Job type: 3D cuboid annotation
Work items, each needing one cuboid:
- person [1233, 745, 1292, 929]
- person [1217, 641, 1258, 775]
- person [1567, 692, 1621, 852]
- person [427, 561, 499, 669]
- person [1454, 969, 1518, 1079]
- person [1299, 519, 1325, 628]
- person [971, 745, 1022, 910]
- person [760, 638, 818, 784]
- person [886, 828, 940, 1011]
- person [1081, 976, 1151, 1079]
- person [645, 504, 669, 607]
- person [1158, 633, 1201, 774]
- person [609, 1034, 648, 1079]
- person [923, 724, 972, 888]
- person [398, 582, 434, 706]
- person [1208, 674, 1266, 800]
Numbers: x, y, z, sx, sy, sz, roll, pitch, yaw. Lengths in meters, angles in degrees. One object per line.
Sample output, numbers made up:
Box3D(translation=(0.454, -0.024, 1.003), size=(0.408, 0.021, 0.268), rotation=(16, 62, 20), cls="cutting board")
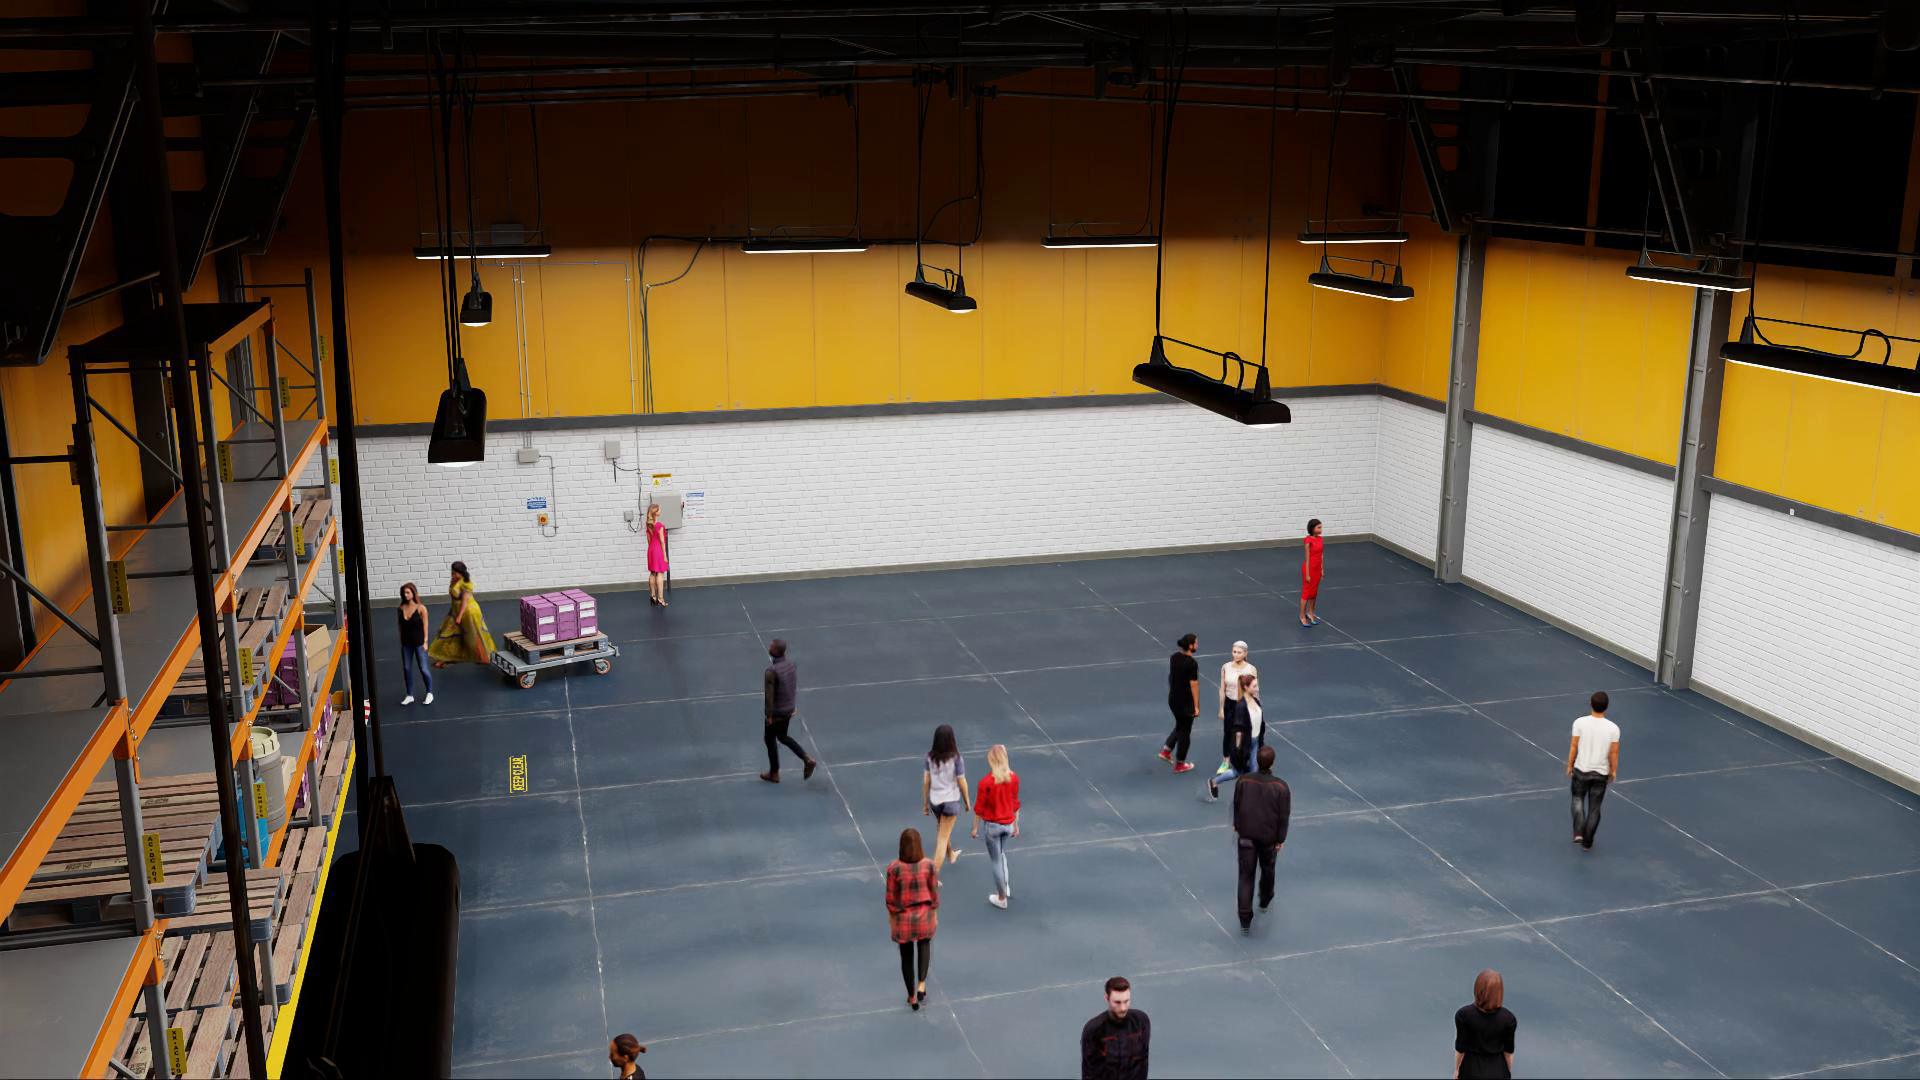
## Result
Box3D(translation=(2.904, 2.938, 16.317), size=(1.077, 1.803, 1.270), rotation=(4, 14, 15), cls="person")
Box3D(translation=(3.384, 2.040, 20.244), size=(0.684, 1.701, 0.719), rotation=(5, 15, 21), cls="person")
Box3D(translation=(6.830, 2.532, 18.019), size=(0.808, 1.792, 0.858), rotation=(5, 15, 22), cls="person")
Box3D(translation=(-7.167, 1.099, 24.331), size=(1.362, 1.605, 1.279), rotation=(13, 19, 43), cls="person")
Box3D(translation=(3.868, 3.964, 12.285), size=(0.651, 1.706, 0.629), rotation=(2, 14, 9), cls="person")
Box3D(translation=(5.594, 0.510, 26.471), size=(0.635, 1.743, 0.638), rotation=(-12, 18, -40), cls="person")
Box3D(translation=(0.434, 2.909, 16.683), size=(0.705, 1.687, 0.693), rotation=(-10, 17, -35), cls="person")
Box3D(translation=(-2.090, 2.067, 19.881), size=(1.118, 1.818, 1.068), rotation=(7, 15, 27), cls="person")
Box3D(translation=(-0.406, 3.383, 14.710), size=(0.651, 1.695, 0.643), rotation=(-2, 14, -8), cls="person")
Box3D(translation=(1.086, 3.954, 11.920), size=(0.677, 1.898, 0.612), rotation=(-3, 14, -14), cls="person")
Box3D(translation=(-5.049, 0.237, 27.629), size=(0.630, 1.729, 0.721), rotation=(12, 18, 42), cls="person")
Box3D(translation=(2.651, 2.001, 20.314), size=(0.789, 1.744, 0.698), rotation=(-7, 15, -27), cls="person")
Box3D(translation=(-2.241, 4.175, 11.495), size=(0.650, 1.668, 0.471), rotation=(-3, 14, -11), cls="person")
Box3D(translation=(-0.181, 2.791, 17.197), size=(1.066, 1.675, 1.216), rotation=(5, 15, 21), cls="person")
Box3D(translation=(-7.486, 1.400, 22.826), size=(0.685, 1.729, 0.734), rotation=(2, 14, 9), cls="person")
Box3D(translation=(3.208, 2.331, 19.105), size=(1.062, 1.670, 0.912), rotation=(13, 19, 42), cls="person")
